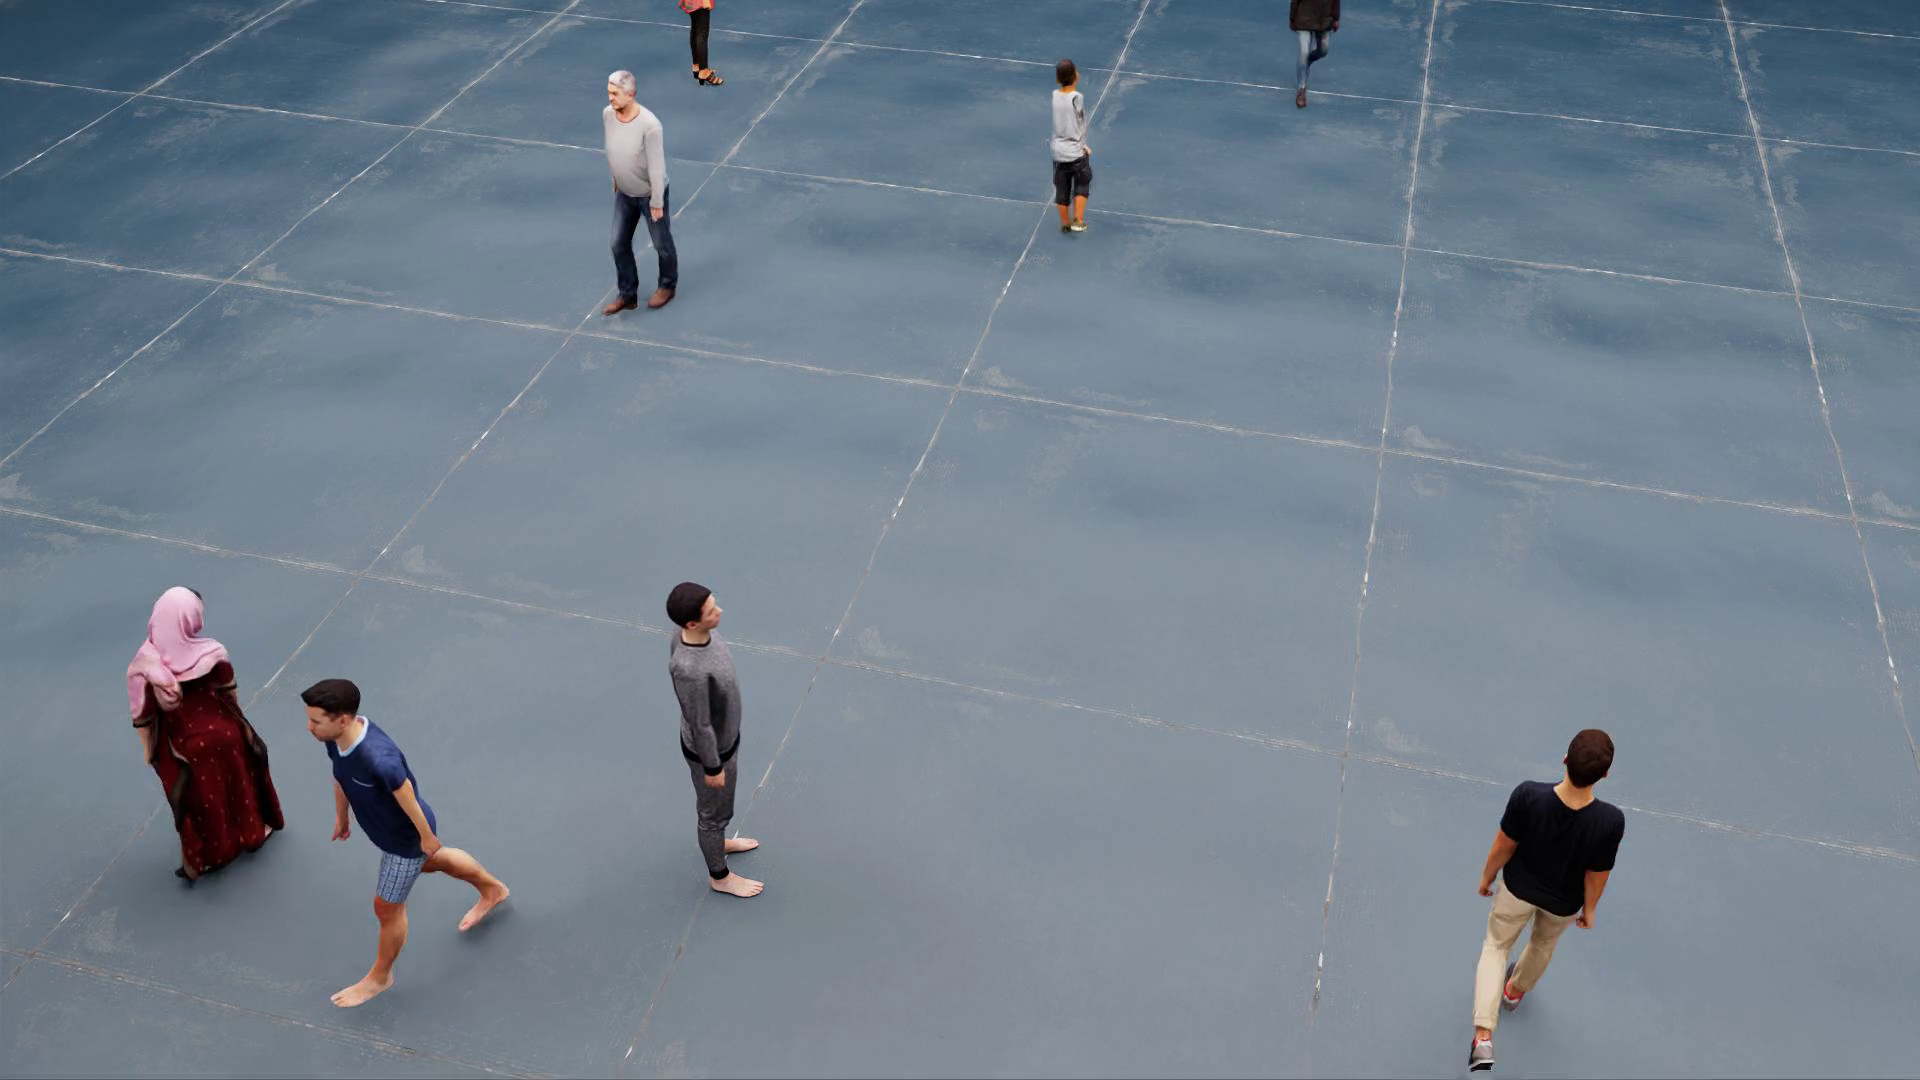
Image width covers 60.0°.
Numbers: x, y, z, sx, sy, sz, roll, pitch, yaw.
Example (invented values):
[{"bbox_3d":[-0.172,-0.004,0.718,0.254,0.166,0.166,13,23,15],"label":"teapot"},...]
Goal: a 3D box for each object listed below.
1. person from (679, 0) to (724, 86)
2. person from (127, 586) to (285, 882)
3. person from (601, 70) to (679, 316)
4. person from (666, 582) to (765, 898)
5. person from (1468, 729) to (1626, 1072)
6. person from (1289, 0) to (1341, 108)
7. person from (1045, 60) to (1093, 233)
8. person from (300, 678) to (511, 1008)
[{"bbox_3d":[-2.489,-5.205,15.828,0.762,1.702,0.670,-12,40,-15],"label":"person"},{"bbox_3d":[-3.715,0.973,8.010,0.897,1.606,0.776,26,45,29],"label":"person"},{"bbox_3d":[-2.312,-2.618,12.366,0.909,1.894,1.011,21,43,25],"label":"person"},{"bbox_3d":[-1.188,0.928,7.877,0.814,1.841,0.635,-4,38,-5],"label":"person"},{"bbox_3d":[2.464,1.556,7.079,0.714,1.835,1.071,14,40,17],"label":"person"},{"bbox_3d":[3.300,-4.912,15.520,0.777,1.621,0.926,-2,38,-2],"label":"person"},{"bbox_3d":[0.875,-3.203,13.483,0.599,1.440,0.577,20,42,24],"label":"person"},{"bbox_3d":[-2.464,1.254,7.500,1.246,1.791,1.034,-30,47,-33],"label":"person"}]
